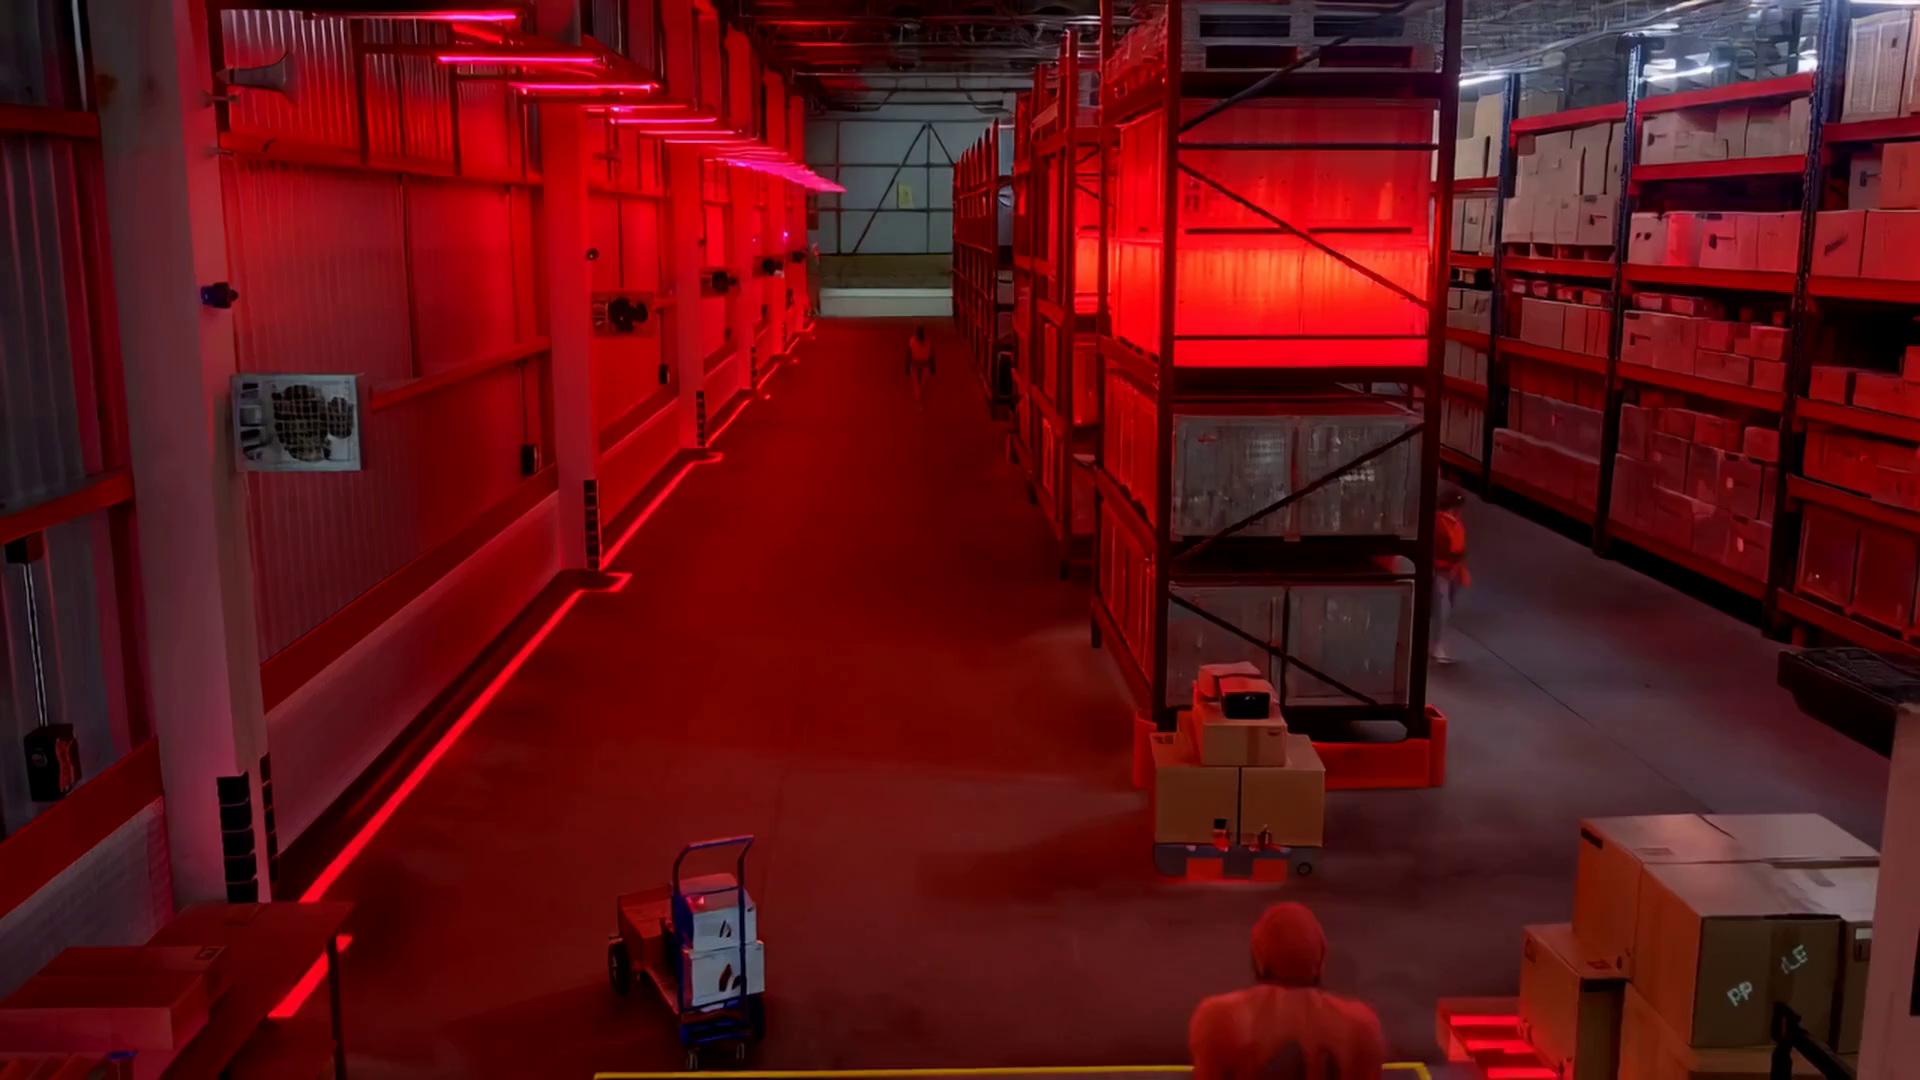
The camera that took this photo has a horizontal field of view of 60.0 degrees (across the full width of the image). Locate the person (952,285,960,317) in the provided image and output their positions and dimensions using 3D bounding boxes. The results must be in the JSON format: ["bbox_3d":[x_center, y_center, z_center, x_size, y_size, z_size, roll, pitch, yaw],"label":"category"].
[{"bbox_3d":[-0.048,-8.971,63.782,0.549,1.621,0.538,2,11,12],"label":"person"}]

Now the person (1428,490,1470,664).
[{"bbox_3d":[4.506,0.345,15.308,0.545,1.620,0.457,-9,14,-41],"label":"person"}]

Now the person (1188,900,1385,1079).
[{"bbox_3d":[1.058,2.109,5.437,0.641,1.908,0.936,2,11,9],"label":"person"}]

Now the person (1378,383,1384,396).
[{"bbox_3d":[7.193,-2.235,28.819,0.843,1.589,0.520,-3,11,-17],"label":"person"}]

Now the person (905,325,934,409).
[{"bbox_3d":[-0.887,-3.802,36.400,0.633,1.817,0.751,-3,11,-15],"label":"person"}]

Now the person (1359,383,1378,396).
[{"bbox_3d":[6.770,-2.169,27.638,0.390,1.920,0.587,3,11,15],"label":"person"}]
